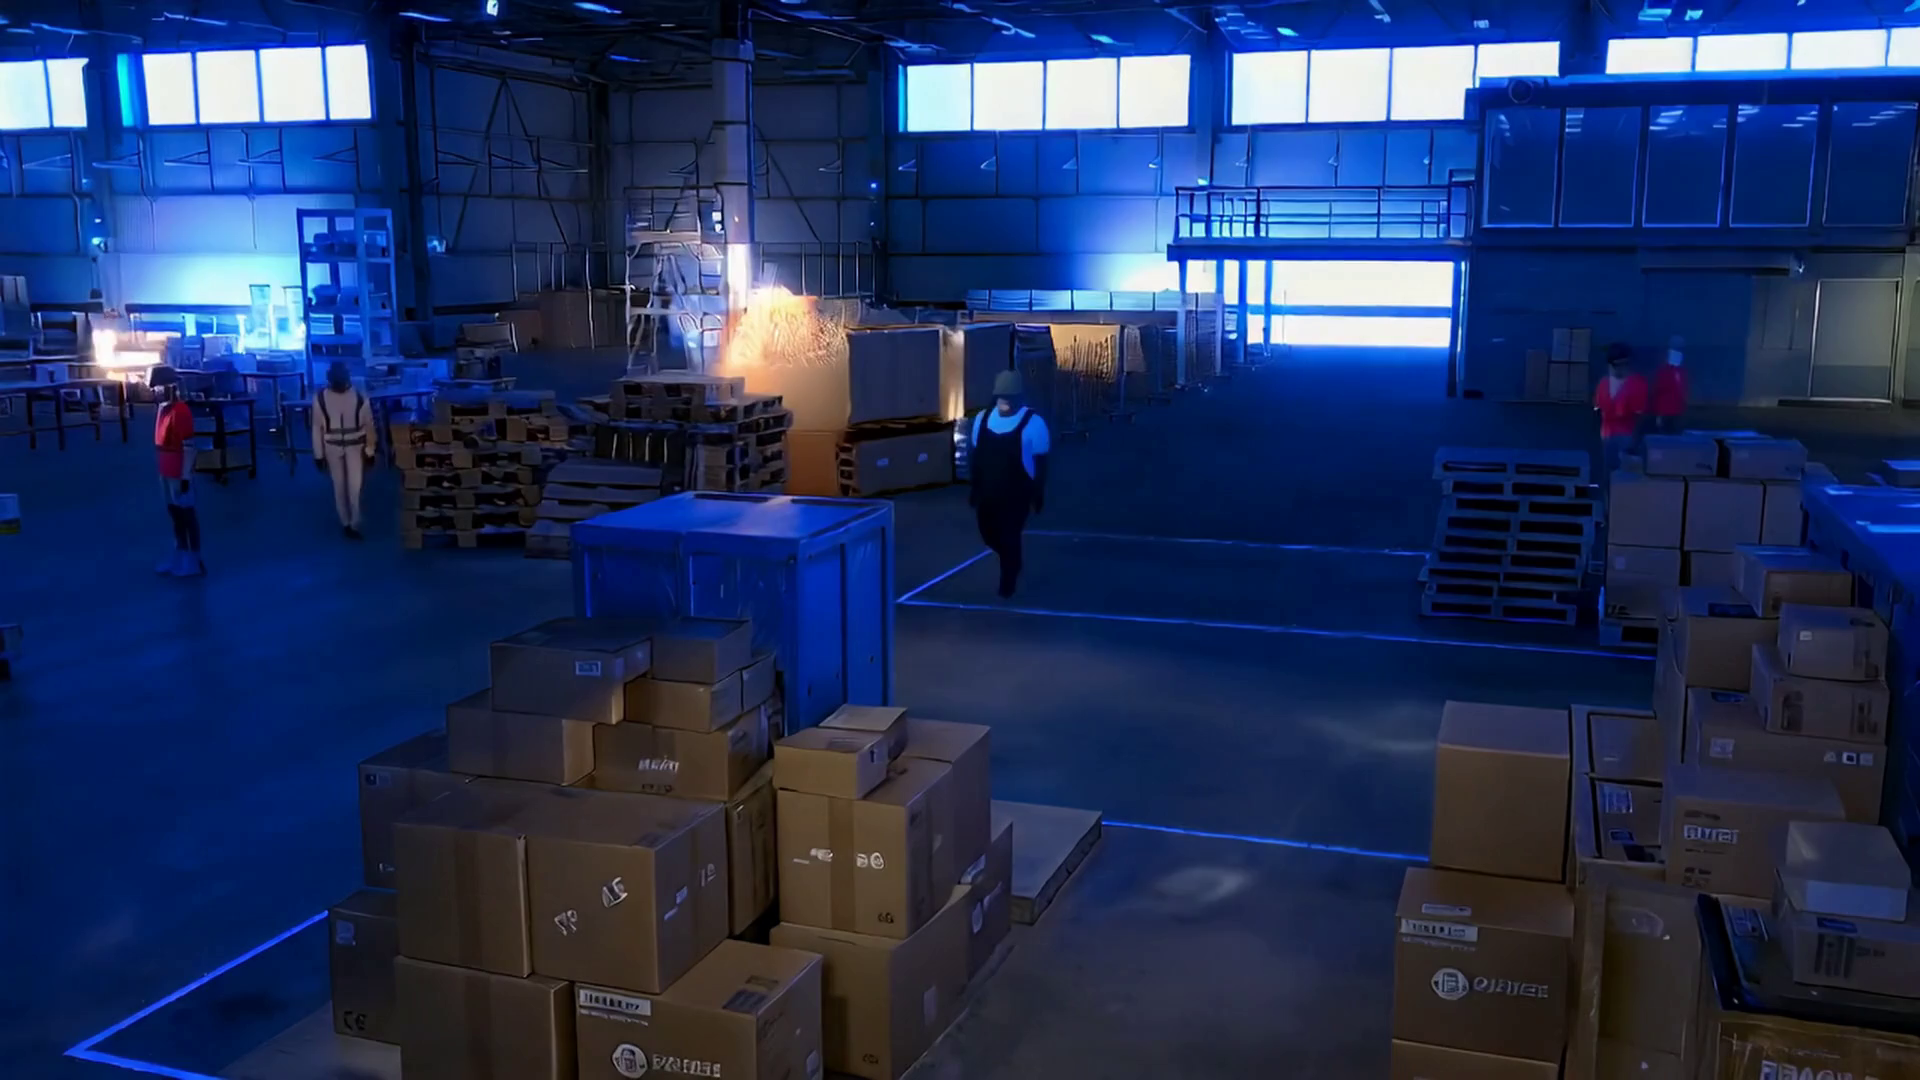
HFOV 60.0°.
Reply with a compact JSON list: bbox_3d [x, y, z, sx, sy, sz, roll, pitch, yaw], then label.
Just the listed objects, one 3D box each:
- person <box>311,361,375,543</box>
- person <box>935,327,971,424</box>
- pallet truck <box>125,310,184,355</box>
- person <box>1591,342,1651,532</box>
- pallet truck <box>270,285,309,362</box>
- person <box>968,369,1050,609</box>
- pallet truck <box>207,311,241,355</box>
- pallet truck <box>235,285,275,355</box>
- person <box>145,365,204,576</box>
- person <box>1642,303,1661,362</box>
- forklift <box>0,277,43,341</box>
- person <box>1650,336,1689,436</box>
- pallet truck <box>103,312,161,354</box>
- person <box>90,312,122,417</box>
[{"bbox_3d":[-6.275,-0.880,16.925,0.603,1.842,0.936,-3,11,-19],"label":"person"},{"bbox_3d":[-0.110,-2.544,26.662,0.578,1.717,0.786,0,10,-2],"label":"person"},{"bbox_3d":[-22.038,-5.665,45.457,0.704,1.261,1.522,3,11,17],"label":"pallet truck"},{"bbox_3d":[6.927,-1.077,17.539,0.431,2.024,0.626,-7,12,-33],"label":"person"},{"bbox_3d":[-17.147,-5.700,43.663,0.823,1.965,1.885,3,11,17],"label":"pallet truck"},{"bbox_3d":[0.429,-0.479,14.138,0.687,2.000,0.831,6,12,30],"label":"person"},{"bbox_3d":[-19.537,-5.575,44.913,0.653,1.274,1.630,3,11,19],"label":"pallet truck"},{"bbox_3d":[-18.327,-5.835,44.421,0.823,1.965,1.885,4,11,23],"label":"pallet truck"},{"bbox_3d":[-7.251,-0.639,15.330,0.551,1.936,0.357,9,14,42],"label":"person"},{"bbox_3d":[17.473,-5.377,42.072,0.643,1.909,0.410,-4,11,-23],"label":"person"},{"bbox_3d":[-27.151,-6.329,46.328,1.157,1.987,2.680,3,11,17],"label":"forklift"},{"bbox_3d":[9.014,-1.623,21.020,0.611,1.880,0.941,-3,11,-18],"label":"person"},{"bbox_3d":[-23.057,-5.777,46.261,0.680,1.201,1.601,3,11,19],"label":"pallet truck"},{"bbox_3d":[-15.088,-3.082,29.310,0.503,1.853,0.642,3,10,15],"label":"person"}]
